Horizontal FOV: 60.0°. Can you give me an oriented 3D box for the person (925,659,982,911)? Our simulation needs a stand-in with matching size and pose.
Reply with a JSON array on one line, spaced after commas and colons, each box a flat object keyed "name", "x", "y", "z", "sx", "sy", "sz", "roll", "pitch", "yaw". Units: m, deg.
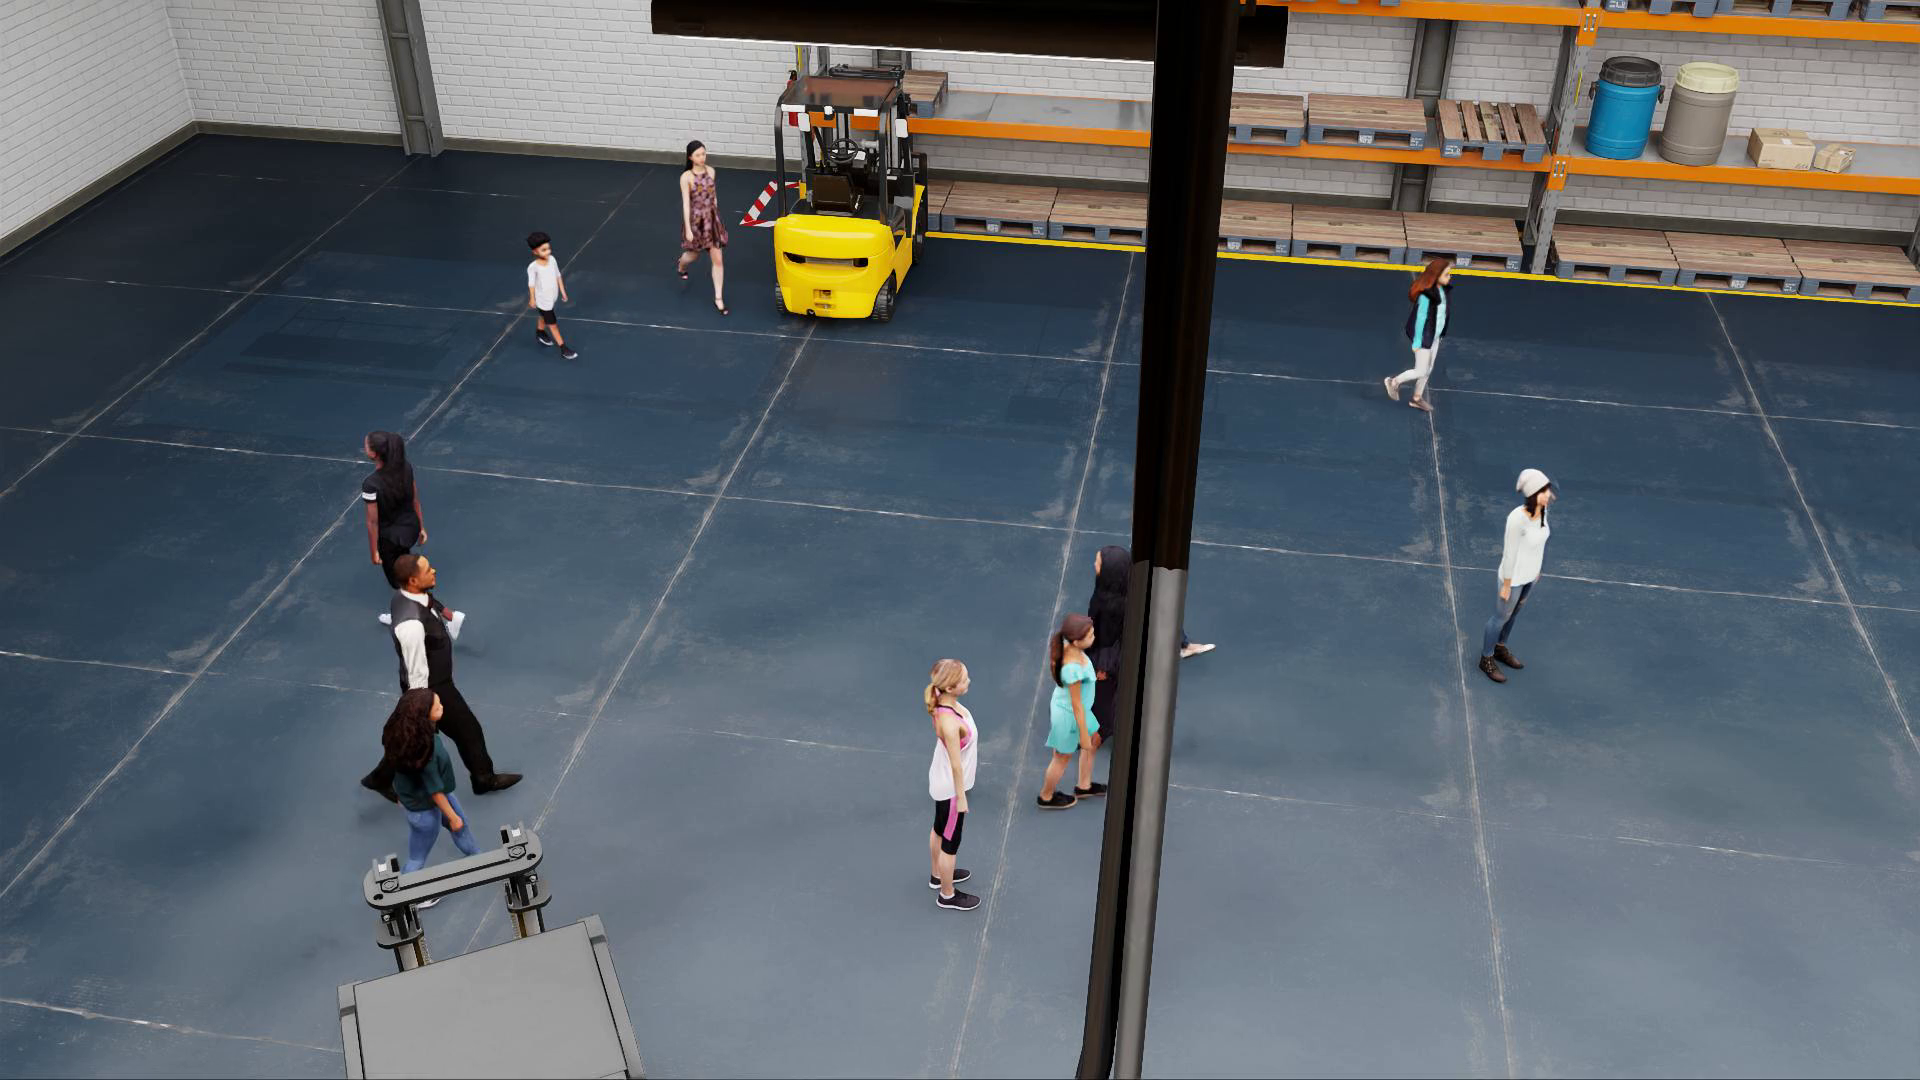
[{"name": "person", "x": -0.069, "y": 1.421, "z": 9.739, "sx": 0.652, "sy": 1.787, "sz": 0.673, "roll": -7, "pitch": 34, "yaw": -10}]

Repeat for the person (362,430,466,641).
[{"name": "person", "x": -3.976, "y": 0.007, "z": 11.937, "sx": 1.117, "sy": 1.709, "sz": 0.770, "roll": 14, "pitch": 36, "yaw": 19}]

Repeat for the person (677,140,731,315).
[{"name": "person", "x": -2.626, "y": -3.148, "z": 16.652, "sx": 1.040, "sy": 1.746, "sz": 1.175, "roll": -26, "pitch": 42, "yaw": -34}]

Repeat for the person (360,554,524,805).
[{"name": "person", "x": -3.420, "y": 0.923, "z": 10.395, "sx": 1.331, "sy": 1.891, "sz": 1.102, "roll": -12, "pitch": 35, "yaw": -17}]

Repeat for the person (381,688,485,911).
[{"name": "person", "x": -3.199, "y": 1.557, "z": 9.717, "sx": 1.057, "sy": 1.585, "sz": 0.948, "roll": -17, "pitch": 37, "yaw": -24}]

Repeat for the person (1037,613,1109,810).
[{"name": "person", "x": 0.619, "y": 1.098, "z": 10.447, "sx": 0.783, "sy": 1.542, "sz": 0.655, "roll": -1, "pitch": 34, "yaw": -2}]

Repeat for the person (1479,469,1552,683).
[{"name": "person", "x": 3.913, "y": 0.231, "z": 11.663, "sx": 0.649, "sy": 1.640, "sz": 0.683, "roll": -27, "pitch": 42, "yaw": -35}]

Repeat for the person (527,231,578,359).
[{"name": "person", "x": -4.012, "y": -2.374, "z": 15.959, "sx": 0.960, "sy": 1.224, "sz": 0.749, "roll": 23, "pitch": 40, "yaw": 30}]

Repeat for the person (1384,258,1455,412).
[{"name": "person", "x": 4.128, "y": -1.857, "z": 14.940, "sx": 0.811, "sy": 1.489, "sz": 0.726, "roll": 23, "pitch": 40, "yaw": 30}]
